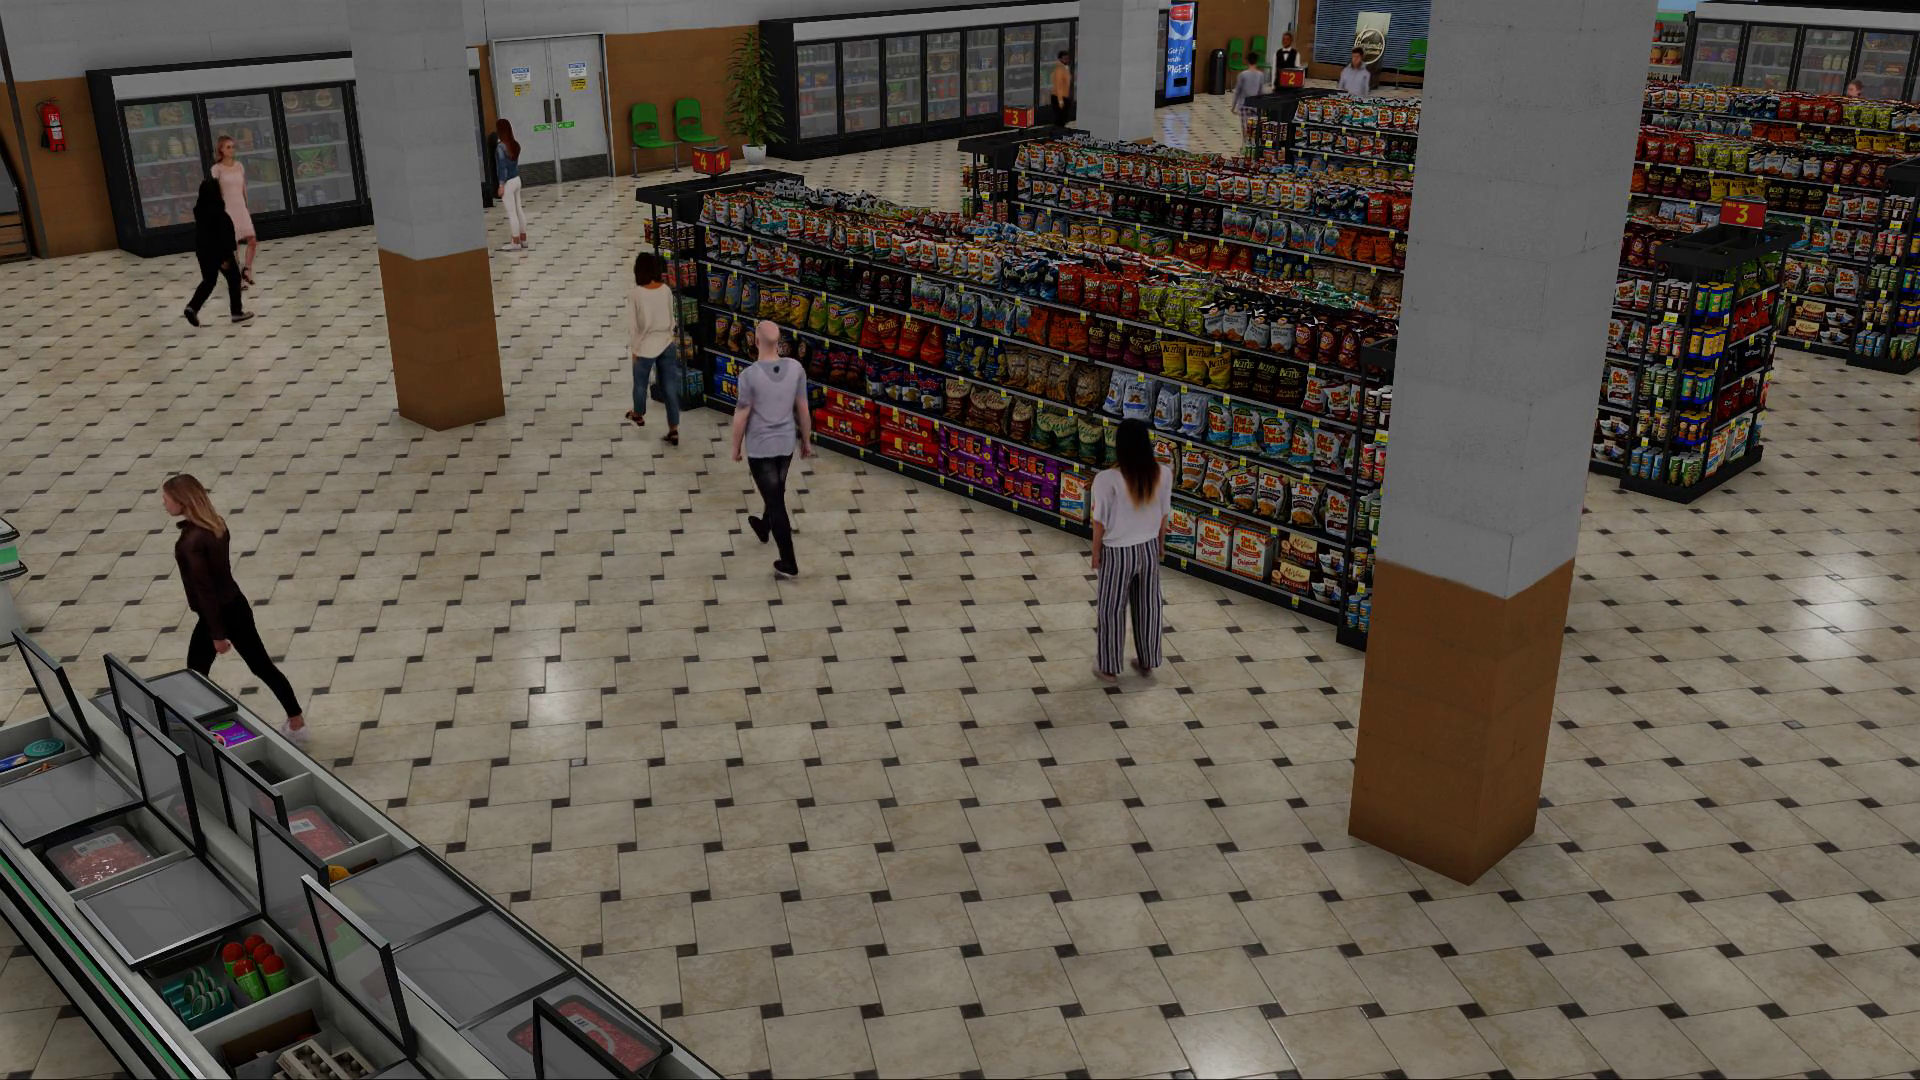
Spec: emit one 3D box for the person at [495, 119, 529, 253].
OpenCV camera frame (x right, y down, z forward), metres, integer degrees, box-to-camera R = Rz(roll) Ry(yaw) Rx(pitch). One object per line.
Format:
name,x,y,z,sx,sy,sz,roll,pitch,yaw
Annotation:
person,-5.898,-4.664,21.843,0.701,1.701,0.694,5,22,11

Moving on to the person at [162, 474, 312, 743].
person,-3.985,0.455,9.184,1.179,1.642,1.145,0,22,0

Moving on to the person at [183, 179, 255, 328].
person,-8.151,-3.080,18.056,1.056,1.585,0.914,9,24,22

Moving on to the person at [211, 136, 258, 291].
person,-8.650,-3.866,19.702,0.597,1.818,0.592,20,29,40

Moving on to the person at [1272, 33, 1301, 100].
person,6.086,-8.445,31.005,1.281,1.886,1.121,7,23,18

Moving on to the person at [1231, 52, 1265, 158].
person,4.943,-7.315,28.313,1.086,1.797,1.265,-4,22,-9

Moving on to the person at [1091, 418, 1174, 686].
person,1.031,0.067,10.098,0.776,1.680,0.779,-7,23,-17

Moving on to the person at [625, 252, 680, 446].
person,-2.597,-1.610,14.315,0.770,1.647,1.085,-14,26,-32

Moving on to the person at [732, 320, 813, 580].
person,-1.279,-0.597,11.613,0.864,1.782,1.241,-14,26,-31

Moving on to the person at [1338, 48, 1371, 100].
person,6.714,-7.426,28.441,1.169,1.907,0.983,10,24,23

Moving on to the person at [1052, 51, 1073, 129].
person,1.795,-7.906,29.892,0.822,1.715,0.909,3,22,8
